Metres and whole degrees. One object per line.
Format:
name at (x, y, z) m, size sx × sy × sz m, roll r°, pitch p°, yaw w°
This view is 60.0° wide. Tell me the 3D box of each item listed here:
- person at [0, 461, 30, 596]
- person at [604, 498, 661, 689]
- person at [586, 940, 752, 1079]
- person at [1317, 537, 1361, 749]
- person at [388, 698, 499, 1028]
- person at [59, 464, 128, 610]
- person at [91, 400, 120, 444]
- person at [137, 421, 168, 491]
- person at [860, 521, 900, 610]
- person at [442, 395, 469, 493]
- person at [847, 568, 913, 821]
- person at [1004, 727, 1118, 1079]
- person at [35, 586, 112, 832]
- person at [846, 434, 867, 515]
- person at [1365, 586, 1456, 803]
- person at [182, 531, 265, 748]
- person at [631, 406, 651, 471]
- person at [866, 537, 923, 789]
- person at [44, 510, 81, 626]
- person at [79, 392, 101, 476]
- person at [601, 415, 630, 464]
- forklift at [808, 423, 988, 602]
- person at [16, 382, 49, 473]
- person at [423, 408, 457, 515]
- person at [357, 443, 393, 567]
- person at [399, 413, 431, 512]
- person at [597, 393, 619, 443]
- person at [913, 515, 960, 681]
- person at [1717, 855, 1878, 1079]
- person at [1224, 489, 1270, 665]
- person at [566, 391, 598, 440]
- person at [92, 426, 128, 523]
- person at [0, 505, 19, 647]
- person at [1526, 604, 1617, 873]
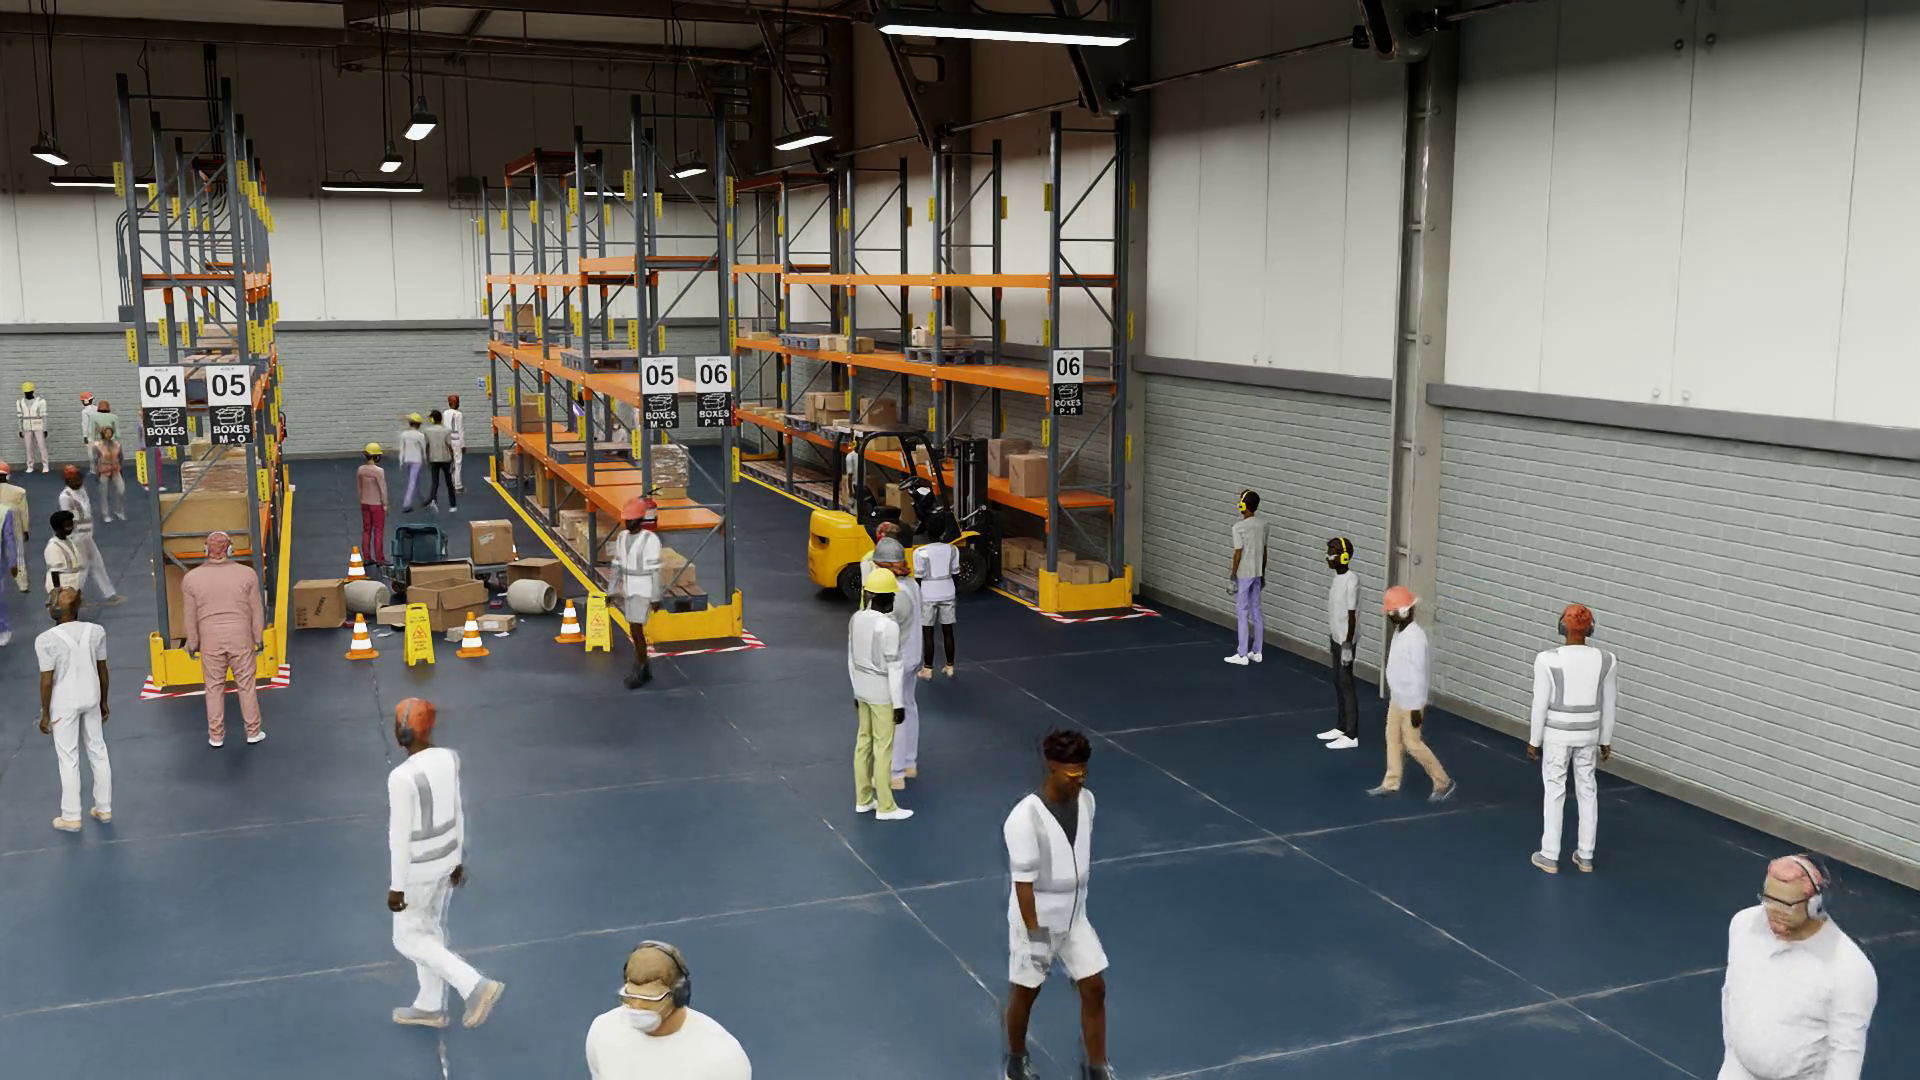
person at (-12.343, -0.146, 21.507) m, size 0.562 × 1.742 × 0.360 m, roll -4°, pitch 10°, yaw -23°
person at (-3.311, 0.532, 16.697) m, size 0.619 × 1.920 × 0.512 m, roll 8°, pitch 12°, yaw 41°
person at (-0.997, 2.274, 5.693) m, size 0.632 × 1.932 × 0.364 m, roll 4°, pitch 10°, yaw 25°
person at (3.345, 0.896, 14.592) m, size 0.327 × 1.861 × 0.510 m, roll -1°, pitch 9°, yaw -3°
person at (-2.830, 1.774, 9.010) m, size 0.601 × 1.870 × 0.581 m, roll 2°, pitch 9°, yaw 12°
person at (-10.721, -0.032, 20.488) m, size 0.690 × 1.841 × 0.655 m, roll -2°, pitch 9°, yaw -10°
person at (-17.229, -1.998, 33.546) m, size 0.506 × 1.623 × 0.317 m, roll -5°, pitch 10°, yaw -29°
person at (-15.495, -1.742, 31.899) m, size 0.555 × 1.629 × 0.288 m, roll 1°, pitch 9°, yaw 7°
person at (-0.740, 0.734, 15.660) m, size 0.388 × 1.839 × 0.563 m, roll 5°, pitch 10°, yaw 30°
person at (-9.617, -1.824, 31.644) m, size 0.575 × 1.880 × 0.358 m, roll 7°, pitch 11°, yaw 37°
person at (-0.617, 1.168, 12.666) m, size 0.384 × 1.928 × 0.606 m, roll -7°, pitch 11°, yaw -37°
person at (0.539, 1.881, 8.152) m, size 0.631 × 1.926 × 0.878 m, roll -8°, pitch 12°, yaw -40°
person at (-6.607, 1.247, 12.409) m, size 0.344 × 1.846 × 0.507 m, roll 6°, pitch 11°, yaw 34°
person at (-1.499, -0.666, 24.379) m, size 0.313 × 1.869 × 0.528 m, roll 3°, pitch 10°, yaw 20°
person at (3.550, 1.219, 13.026) m, size 0.548 × 1.758 × 0.589 m, roll 0°, pitch 9°, yaw 0°
person at (-6.436, 0.869, 14.593) m, size 0.636 × 1.911 × 0.405 m, roll -3°, pitch 10°, yaw -19°
person at (-6.295, -1.996, 32.845) m, size 0.404 × 1.836 × 0.600 m, roll -2°, pitch 9°, yaw -12°
person at (-0.583, 0.984, 13.455) m, size 0.535 × 2.000 × 0.684 m, roll 3°, pitch 10°, yaw 19°
person at (-9.427, 0.517, 17.511) m, size 0.325 × 1.685 × 0.537 m, roll -1°, pitch 9°, yaw -9°
person at (-17.986, -2.196, 34.404) m, size 0.350 × 1.743 × 0.563 m, roll 0°, pitch 9°, yaw 3°
person at (-6.375, -1.527, 30.637) m, size 0.516 × 1.604 × 0.769 m, roll -6°, pitch 11°, yaw -32°
forklift at (-0.830, -0.399, 21.676) m, size 2.313 × 2.155 × 1.214 m, roll -4°, pitch 10°, yaw -21°
person at (-19.423, -2.348, 34.832) m, size 0.586 × 1.916 × 0.412 m, roll -2°, pitch 9°, yaw -10°
person at (-9.029, -1.359, 28.833) m, size 0.534 × 1.845 × 0.756 m, roll -2°, pitch 9°, yaw -9°
person at (-8.324, -0.500, 23.655) m, size 0.532 × 1.767 × 0.328 m, roll 5°, pitch 10°, yaw 29°
person at (-9.576, -1.369, 29.298) m, size 0.529 × 1.711 × 0.943 m, roll 4°, pitch 10°, yaw 24°
person at (-7.595, -2.442, 35.518) m, size 0.775 × 1.881 × 0.660 m, roll -5°, pitch 11°, yaw -31°
person at (-0.248, 0.591, 17.011) m, size 0.535 × 1.697 × 0.318 m, roll -5°, pitch 10°, yaw -27°
person at (3.165, 2.162, 6.544) m, size 0.853 × 1.872 × 0.667 m, roll -5°, pitch 10°, yaw -27°
person at (3.054, 0.394, 17.704) m, size 0.514 × 1.872 × 0.328 m, roll -6°, pitch 11°, yaw -35°
person at (-7.566, -2.081, 33.410) m, size 0.623 × 1.837 × 0.429 m, roll -8°, pitch 12°, yaw -41°
person at (-14.204, -1.086, 27.787) m, size 0.534 × 1.626 × 0.529 m, roll 7°, pitch 12°, yaw 39°
person at (-10.814, 0.258, 18.458) m, size 0.607 × 1.898 × 0.504 m, roll 1°, pitch 9°, yaw 5°
person at (4.222, 1.371, 11.507) m, size 0.586 × 1.882 × 0.341 m, roll 0°, pitch 9°, yaw -2°
